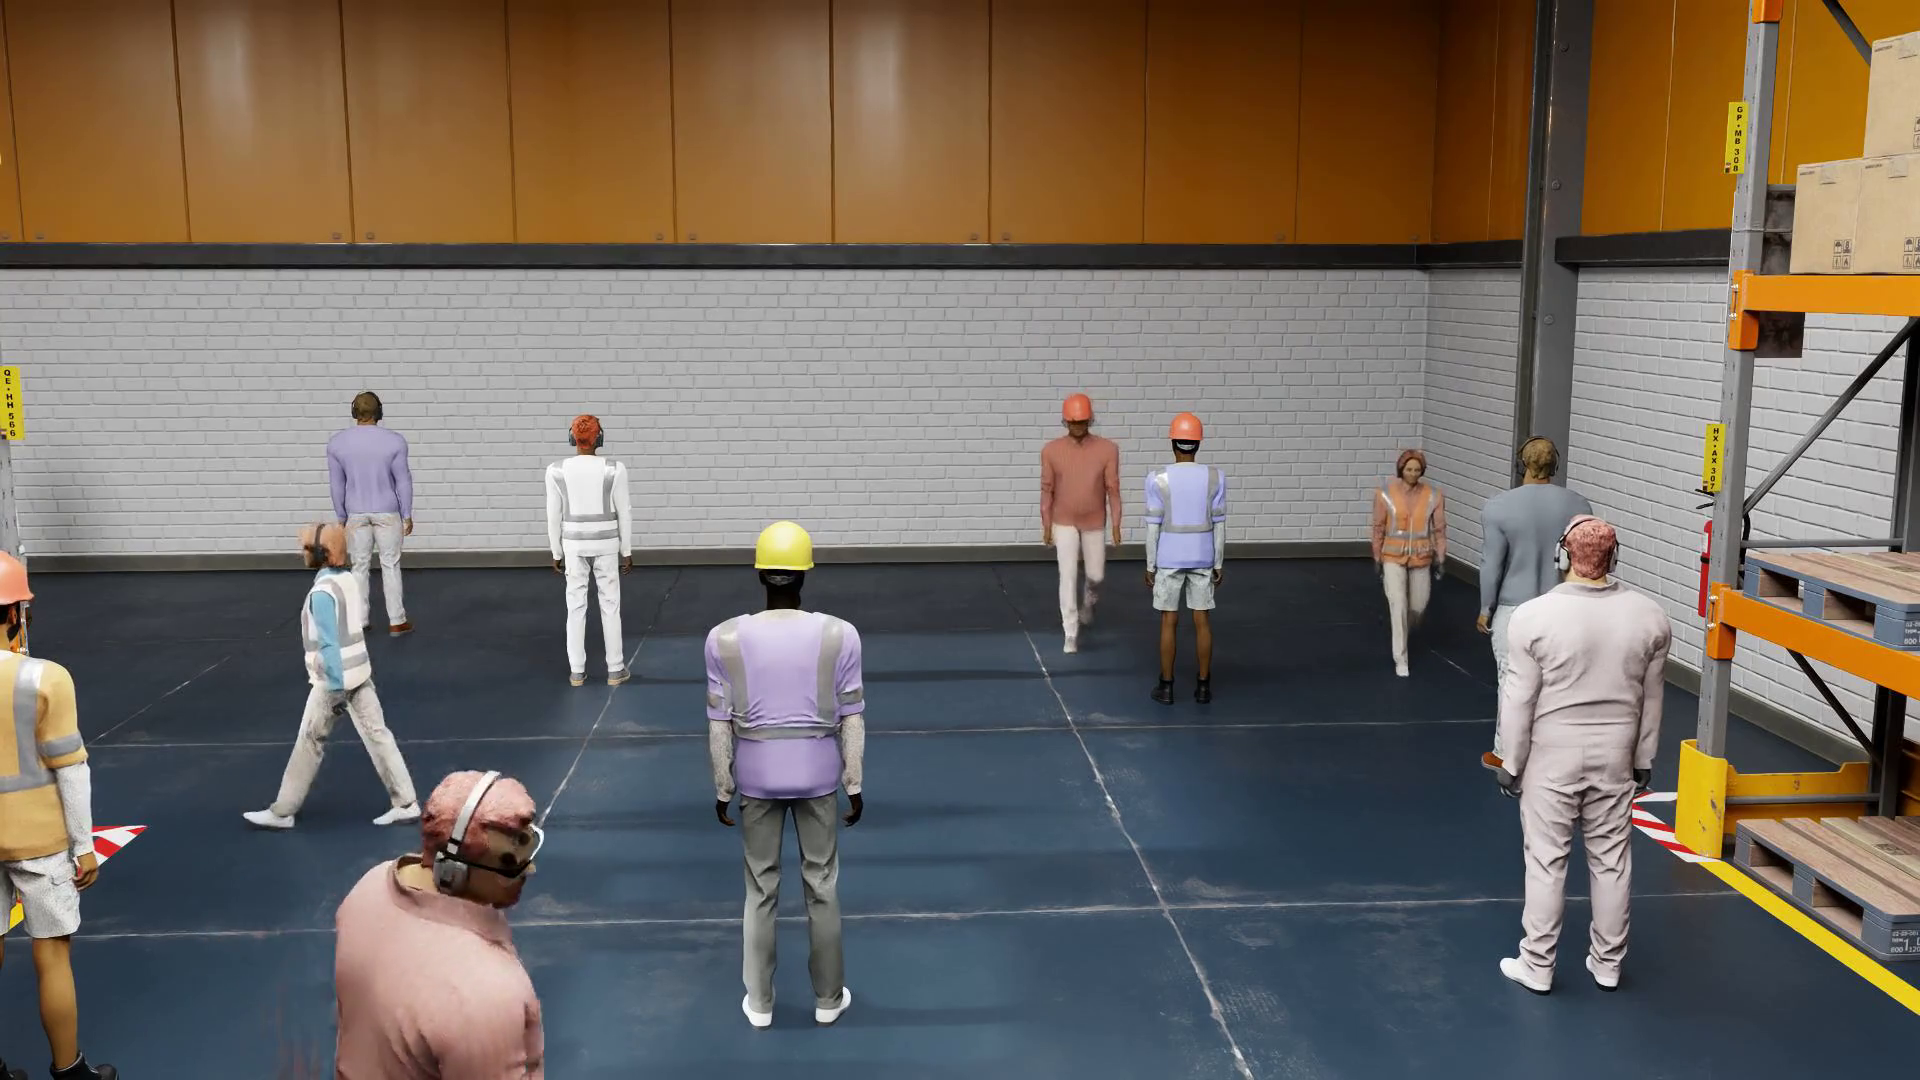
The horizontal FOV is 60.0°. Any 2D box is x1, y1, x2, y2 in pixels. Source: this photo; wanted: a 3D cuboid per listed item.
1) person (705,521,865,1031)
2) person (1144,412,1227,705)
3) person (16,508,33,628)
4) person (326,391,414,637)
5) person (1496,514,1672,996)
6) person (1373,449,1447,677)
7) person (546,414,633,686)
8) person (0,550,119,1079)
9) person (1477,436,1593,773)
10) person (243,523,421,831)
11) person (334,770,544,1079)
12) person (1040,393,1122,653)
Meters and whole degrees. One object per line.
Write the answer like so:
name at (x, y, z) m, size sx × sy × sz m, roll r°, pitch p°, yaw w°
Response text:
person at (-0.648, 0.888, 6.238) m, size 0.587 × 1.928 × 0.362 m, roll -1°, pitch 9°, yaw -4°
person at (1.476, 0.128, 10.977) m, size 0.544 × 1.939 × 0.354 m, roll -1°, pitch 9°, yaw -4°
person at (-5.680, 0.337, 9.662) m, size 0.544 × 1.938 × 0.355 m, roll -1°, pitch 9°, yaw -4°
person at (-4.592, -0.197, 13.018) m, size 0.632 × 1.940 × 0.372 m, roll -1°, pitch 9°, yaw -4°
person at (2.424, 0.848, 6.555) m, size 0.643 × 1.909 × 0.410 m, roll -1°, pitch 9°, yaw -4°
person at (3.219, 0.135, 11.976) m, size 0.512 × 1.614 × 0.694 m, roll 1°, pitch 9°, yaw 5°
person at (-2.545, 0.075, 11.484) m, size 0.576 × 1.882 × 0.355 m, roll -1°, pitch 9°, yaw -4°
person at (-3.166, 0.991, 5.560) m, size 0.544 × 1.938 × 0.355 m, roll -1°, pitch 9°, yaw -4°
person at (3.226, 0.377, 9.413) m, size 0.632 × 1.940 × 0.372 m, roll -1°, pitch 9°, yaw -4°
person at (-3.191, 0.700, 8.467) m, size 0.887 × 1.586 × 0.528 m, roll 0°, pitch 9°, yaw -1°
person at (-1.087, 1.358, 3.508) m, size 0.397 × 1.867 × 0.758 m, roll -8°, pitch 12°, yaw -41°
person at (0.916, -0.162, 12.709) m, size 0.625 × 1.960 × 0.748 m, roll 1°, pitch 9°, yaw 3°
